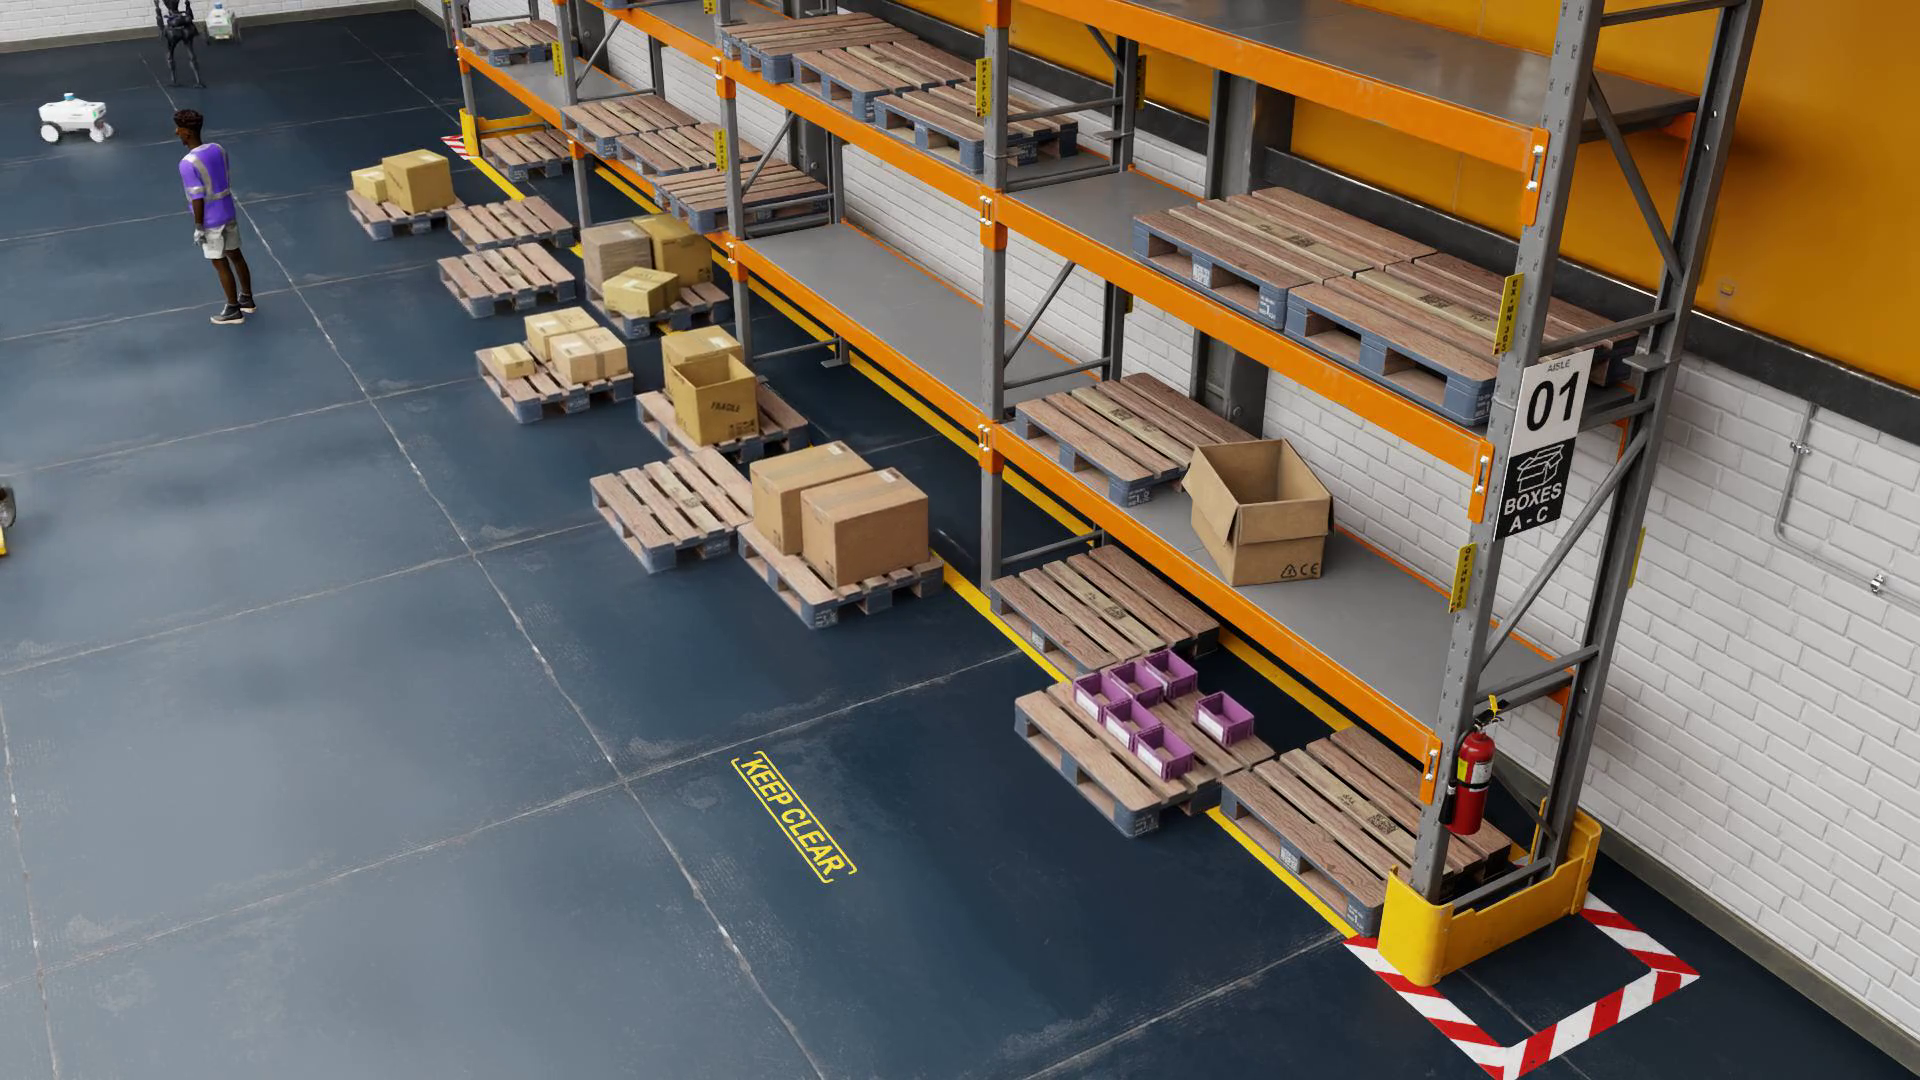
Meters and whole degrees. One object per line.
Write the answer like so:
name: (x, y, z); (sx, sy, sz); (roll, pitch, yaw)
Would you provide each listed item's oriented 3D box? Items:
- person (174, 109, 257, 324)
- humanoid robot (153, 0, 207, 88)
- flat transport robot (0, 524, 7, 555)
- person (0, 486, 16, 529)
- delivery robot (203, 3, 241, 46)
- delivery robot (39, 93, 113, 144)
person: (-6.776, -2.930, 15.085); (0.374, 1.966, 0.603); (5, 30, 8)
humanoid robot: (-10.629, -6.965, 22.507); (0.562, 1.641, 0.616); (14, 32, 23)
flat transport robot: (-7.440, 0.069, 11.509); (1.431, 0.231, 0.659); (-16, 33, -26)
person: (-7.015, -0.807, 11.374); (0.570, 1.923, 0.542); (7, 30, 12)
delivery robot: (-11.132, -7.770, 25.078); (0.499, 0.613, 0.807); (-8, 30, -13)
delivery robot: (-10.956, -5.199, 20.539); (0.808, 0.614, 0.499); (-1, 30, -1)
